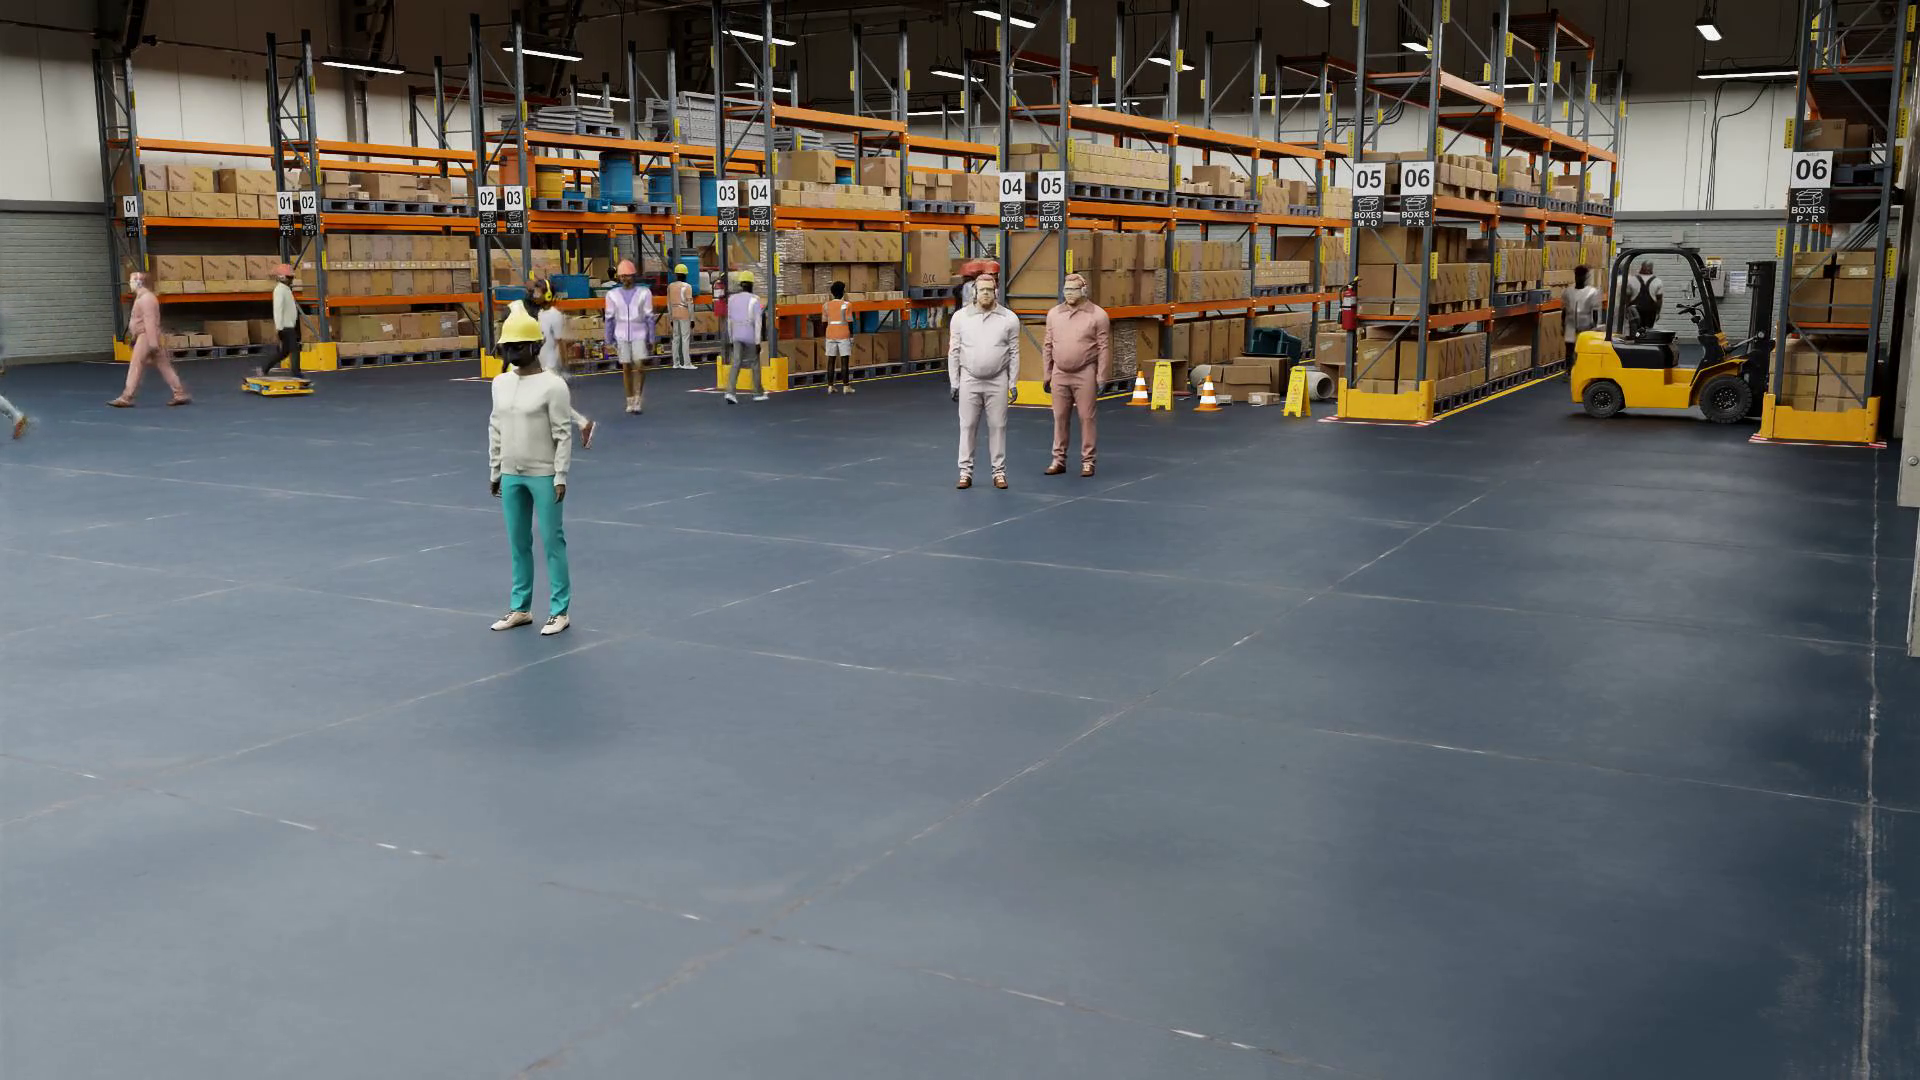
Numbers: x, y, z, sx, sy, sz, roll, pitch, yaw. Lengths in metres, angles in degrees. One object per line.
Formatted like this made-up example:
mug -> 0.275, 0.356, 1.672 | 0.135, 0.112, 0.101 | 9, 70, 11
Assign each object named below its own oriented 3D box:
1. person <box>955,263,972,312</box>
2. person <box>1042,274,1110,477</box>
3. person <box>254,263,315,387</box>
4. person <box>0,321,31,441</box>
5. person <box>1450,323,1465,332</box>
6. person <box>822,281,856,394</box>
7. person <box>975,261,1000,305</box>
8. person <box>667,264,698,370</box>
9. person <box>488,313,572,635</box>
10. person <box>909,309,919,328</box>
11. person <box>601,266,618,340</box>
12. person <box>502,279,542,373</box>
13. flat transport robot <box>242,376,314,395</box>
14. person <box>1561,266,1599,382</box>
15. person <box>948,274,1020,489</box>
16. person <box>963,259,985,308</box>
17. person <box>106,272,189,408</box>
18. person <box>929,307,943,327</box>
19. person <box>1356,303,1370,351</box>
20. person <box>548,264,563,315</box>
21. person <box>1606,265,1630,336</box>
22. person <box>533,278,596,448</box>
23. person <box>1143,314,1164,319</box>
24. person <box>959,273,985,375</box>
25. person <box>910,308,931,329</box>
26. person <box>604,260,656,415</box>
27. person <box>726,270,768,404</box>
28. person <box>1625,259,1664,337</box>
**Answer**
person -> 0.153, -3.908, 29.425 | 0.637, 1.940, 1.014 | 5, 11, 27
person -> 1.072, -1.546, 15.684 | 0.651, 1.906, 0.401 | 4, 11, 24
person -> -10.766, -3.399, 26.372 | 0.850, 1.967, 0.618 | -2, 10, -13
person -> -10.702, -1.980, 18.258 | 0.637, 1.907, 0.930 | 5, 11, 27
person -> 11.311, -5.235, 37.952 | 0.439, 1.683, 0.539 | 8, 13, 40
person -> -1.826, -3.043, 25.066 | 0.532, 1.696, 0.319 | 4, 11, 24
person -> 0.499, -3.175, 24.961 | 0.622, 1.993, 0.382 | 3, 10, 16
person -> -5.091, -4.079, 30.442 | 0.589, 1.930, 0.360 | 6, 11, 31
person -> -2.370, -0.359, 9.145 | 0.525, 1.769, 0.314 | 4, 11, 23
person -> -1.093, -5.161, 37.038 | 0.623, 1.845, 0.430 | 7, 12, 37
person -> -6.768, -4.405, 32.530 | 0.538, 1.869, 0.312 | 4, 11, 23
person -> -4.747, -1.985, 18.508 | 0.638, 1.820, 0.537 | -5, 11, -28
flat transport robot -> -10.303, -2.335, 25.083 | 0.652, 0.197, 1.431 | -7, 12, -37
person -> 10.266, -3.575, 27.565 | 0.615, 1.913, 1.057 | 6, 11, 30
person -> 0.215, -1.405, 14.846 | 0.641, 1.913, 0.408 | 0, 10, -1
person -> 0.350, -3.537, 27.000 | 0.689, 2.022, 0.577 | 7, 12, 35
person -> -11.193, -2.743, 22.864 | 1.020, 1.853, 0.635 | -3, 10, -16
person -> -0.566, -6.223, 43.077 | 0.409, 1.923, 0.642 | -7, 12, -36
person -> 8.822, -5.052, 36.359 | 0.510, 1.860, 0.333 | 2, 10, 11
person -> -9.354, -5.352, 38.010 | 0.549, 1.906, 0.906 | 5, 11, 27
person -> 13.936, -4.892, 35.276 | 0.714, 1.901, 0.746 | -5, 11, -26
person -> -4.267, -1.829, 17.525 | 0.782, 1.851, 0.521 | -5, 11, -27
person -> 4.024, -4.715, 34.428 | 0.621, 1.845, 0.429 | 9, 13, 43
person -> 0.283, -3.673, 28.185 | 0.965, 1.889, 0.561 | -9, 13, -43
person -> -0.903, -5.021, 36.253 | 0.562, 1.836, 0.391 | 3, 10, 16
person -> -4.333, -2.631, 21.735 | 0.651, 2.004, 0.933 | 0, 10, -2
person -> -3.052, -2.862, 23.495 | 0.603, 1.880, 0.991 | 4, 10, 21
person -> 13.700, -4.622, 33.302 | 0.696, 2.000, 0.598 | 4, 11, 23
